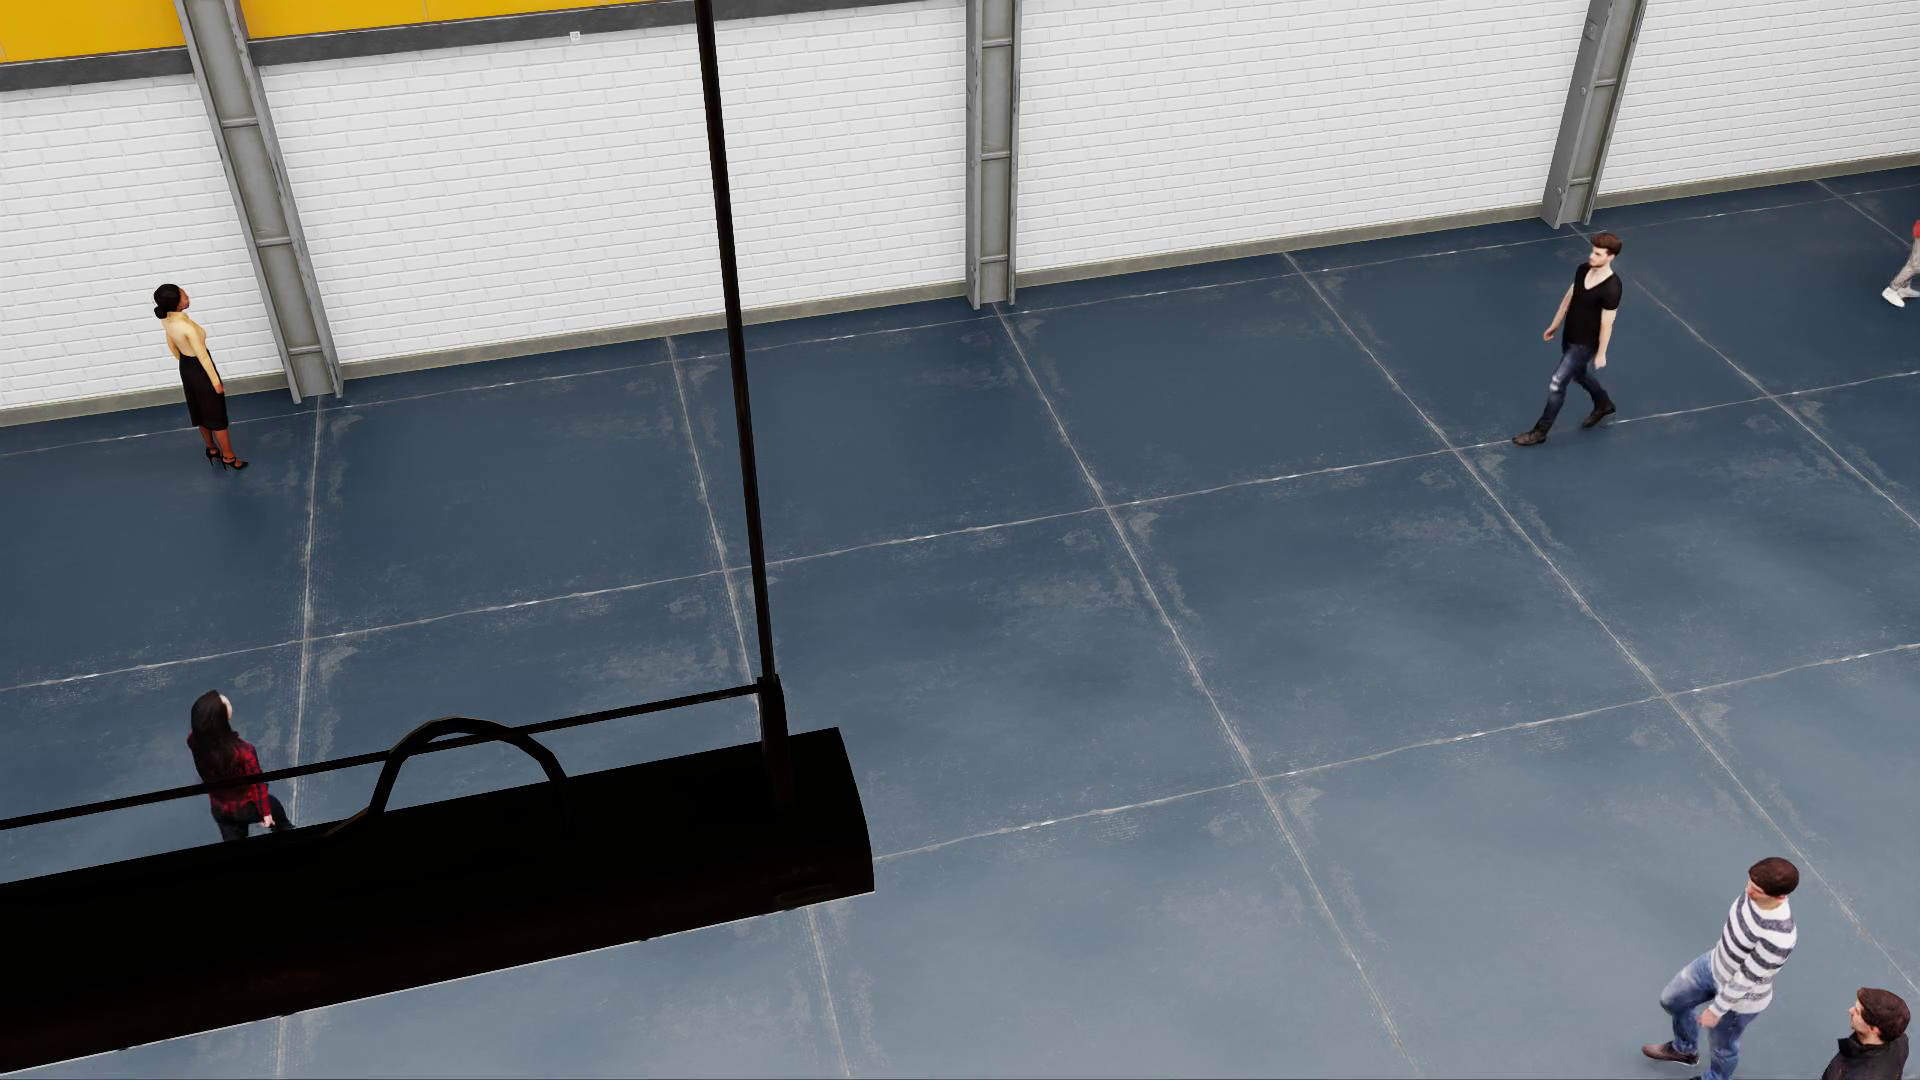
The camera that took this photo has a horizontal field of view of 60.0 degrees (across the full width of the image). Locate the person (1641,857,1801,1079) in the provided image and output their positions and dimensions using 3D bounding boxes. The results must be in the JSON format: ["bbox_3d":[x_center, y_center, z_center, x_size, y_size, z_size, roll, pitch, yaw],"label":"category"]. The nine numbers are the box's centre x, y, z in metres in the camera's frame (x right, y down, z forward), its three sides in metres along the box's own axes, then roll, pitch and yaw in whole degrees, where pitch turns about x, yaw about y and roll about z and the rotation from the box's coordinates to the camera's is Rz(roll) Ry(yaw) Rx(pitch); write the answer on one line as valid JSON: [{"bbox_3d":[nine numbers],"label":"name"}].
[{"bbox_3d":[4.019,2.247,8.410,0.781,1.829,0.753,4,39,6],"label":"person"}]

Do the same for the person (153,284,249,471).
[{"bbox_3d":[-5.923,-1.266,12.950,0.666,1.653,0.713,23,44,26],"label":"person"}]

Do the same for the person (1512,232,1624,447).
[{"bbox_3d":[5.015,-1.603,13.200,1.198,1.867,0.724,-6,39,-8],"label":"person"}]

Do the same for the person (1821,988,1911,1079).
[{"bbox_3d":[4.198,2.805,7.742,1.243,1.790,1.159,14,41,17],"label":"person"}]

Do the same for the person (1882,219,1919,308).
[{"bbox_3d":[8.769,-2.797,15.073,0.716,1.396,0.659,9,39,11],"label":"person"}]

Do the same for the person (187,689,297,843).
[{"bbox_3d":[-4.123,1.572,9.427,1.061,1.615,0.945,7,39,9],"label":"person"}]
